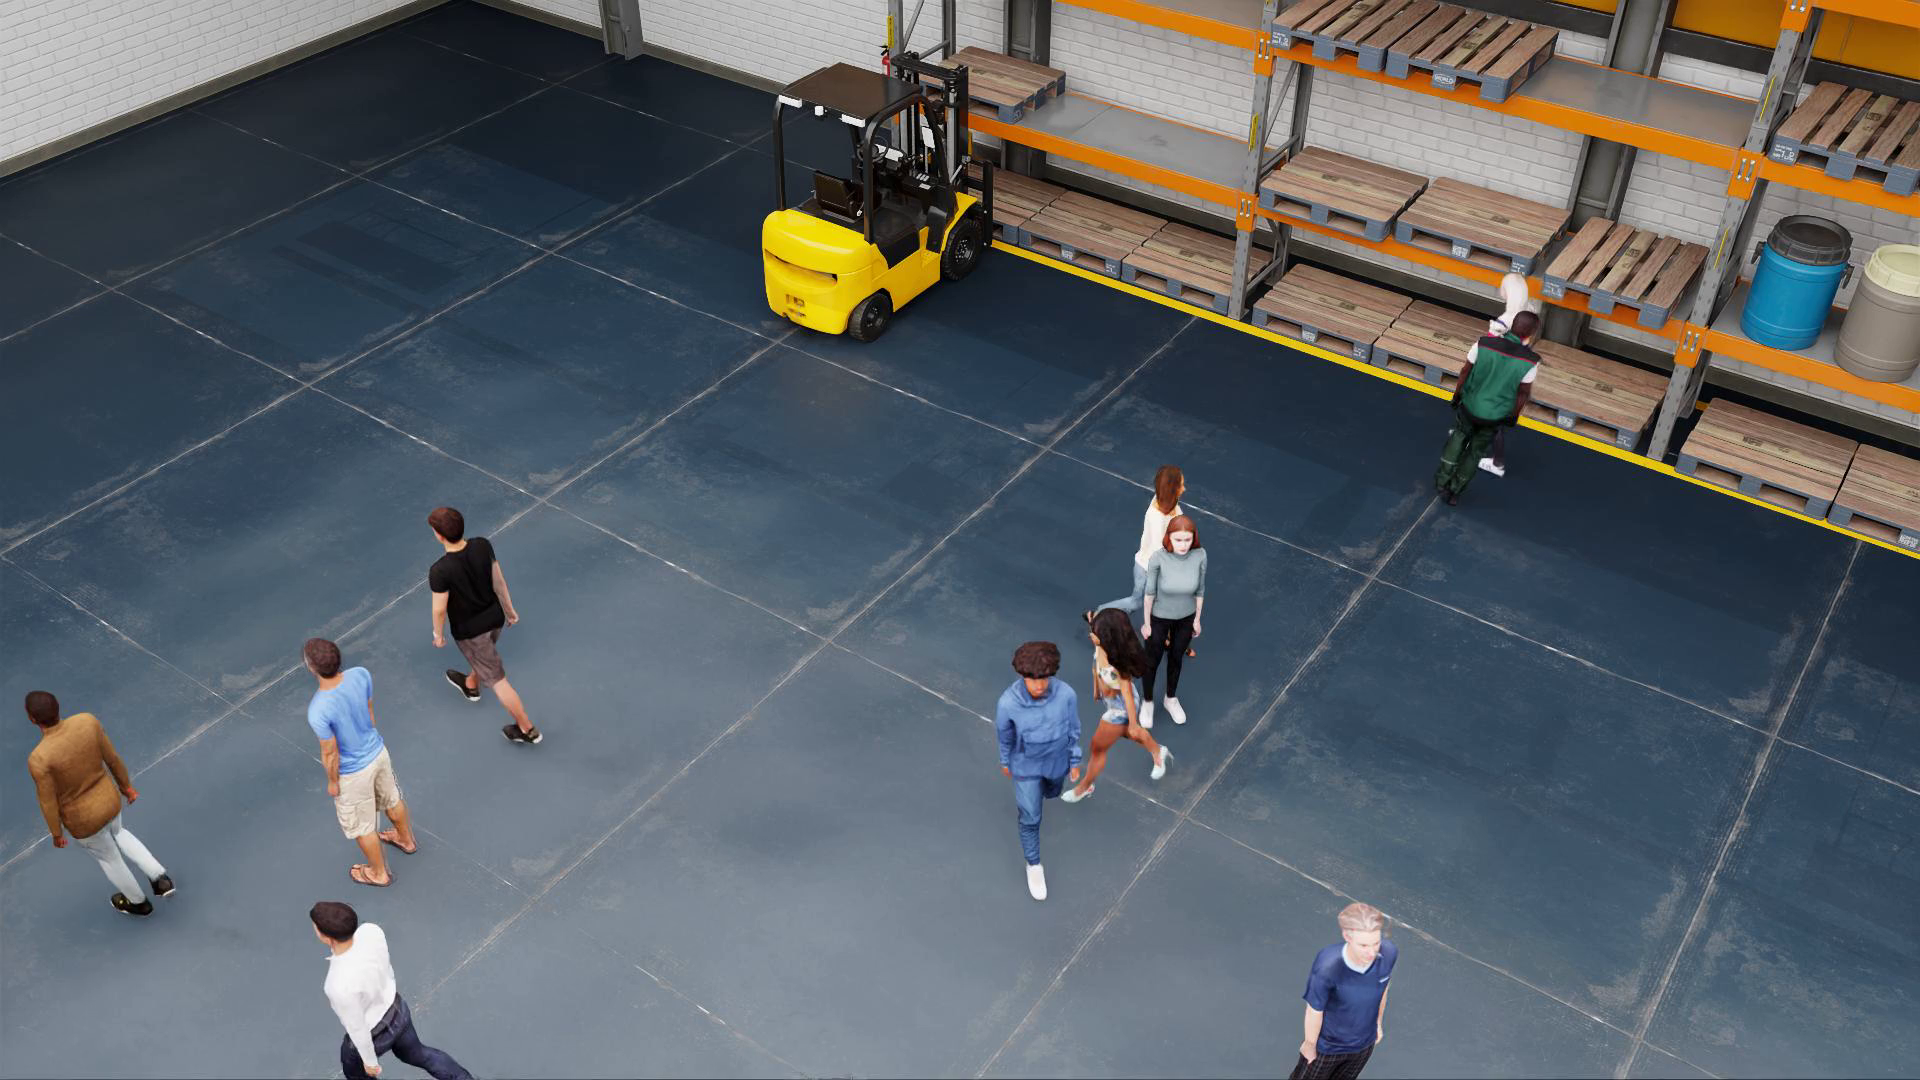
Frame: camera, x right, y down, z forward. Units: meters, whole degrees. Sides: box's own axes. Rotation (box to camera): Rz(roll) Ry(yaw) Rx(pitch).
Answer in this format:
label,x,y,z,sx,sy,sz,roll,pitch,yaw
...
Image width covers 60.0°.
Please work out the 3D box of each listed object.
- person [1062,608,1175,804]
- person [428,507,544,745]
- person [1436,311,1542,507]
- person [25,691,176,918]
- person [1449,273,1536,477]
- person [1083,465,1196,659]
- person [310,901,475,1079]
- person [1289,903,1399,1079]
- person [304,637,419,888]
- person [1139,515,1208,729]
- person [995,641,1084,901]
label,x,y,z,sx,sy,sz,roll,pitch,yaw
person,1.092,1.070,10.662,1.075,1.575,1.065,-14,41,-17
person,-3.138,0.608,11.052,1.218,1.810,0.695,21,43,24
person,4.136,-0.976,13.040,0.731,1.805,0.875,10,40,12
person,-5.040,1.607,9.806,0.788,1.805,0.741,12,40,15
person,4.448,-1.299,13.463,0.746,1.782,0.919,-31,48,-33
person,1.289,0.158,11.751,1.129,1.641,0.787,15,41,18
person,-2.933,2.523,8.627,1.271,1.844,0.975,7,39,8
person,1.957,2.532,8.594,0.738,1.872,0.748,-13,41,-16
person,-3.646,1.333,10.101,0.650,1.865,0.688,13,41,16
person,1.421,0.538,11.193,0.666,1.743,0.728,-6,39,-7
person,0.474,1.279,10.233,1.112,1.784,1.213,-9,40,-12
